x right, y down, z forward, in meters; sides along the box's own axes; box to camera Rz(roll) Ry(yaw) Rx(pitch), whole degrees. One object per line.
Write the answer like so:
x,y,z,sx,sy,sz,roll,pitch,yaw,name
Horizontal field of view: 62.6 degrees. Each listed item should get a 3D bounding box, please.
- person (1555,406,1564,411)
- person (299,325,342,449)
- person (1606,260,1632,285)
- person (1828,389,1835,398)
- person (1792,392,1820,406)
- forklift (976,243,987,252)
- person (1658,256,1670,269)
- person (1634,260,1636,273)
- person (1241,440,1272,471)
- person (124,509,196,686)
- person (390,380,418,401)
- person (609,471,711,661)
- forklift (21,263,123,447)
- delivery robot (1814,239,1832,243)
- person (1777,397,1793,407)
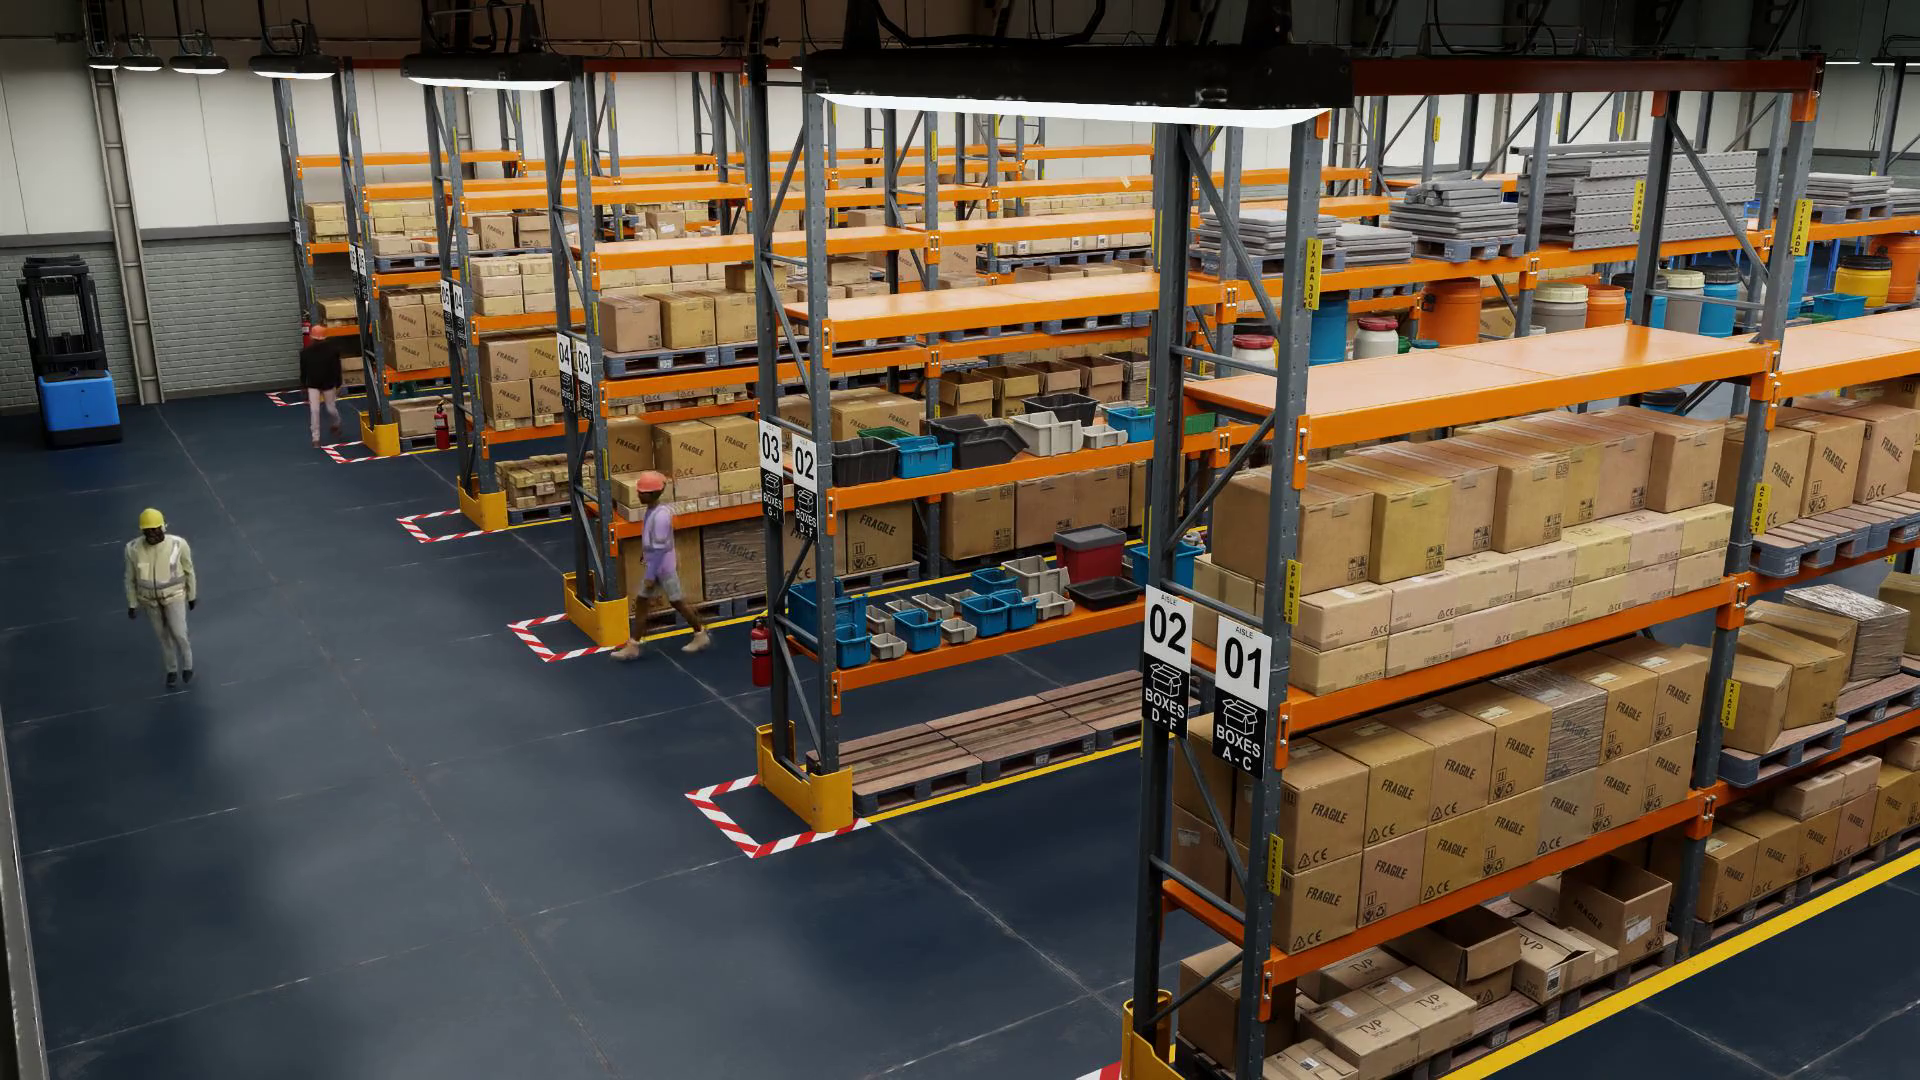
9.666,-2.618,26.016,0.833,1.777,0.598,11,20,33,person
-10.230,-2.503,25.310,0.639,1.963,0.756,-3,17,-11,person
15.951,-6.440,38.245,0.375,1.939,0.628,-15,22,-40,person
14.593,-2.764,26.234,0.549,1.912,0.629,0,17,0,person
12.751,-2.032,23.872,0.962,1.890,0.594,-3,17,-8,person
0.988,-5.474,34.718,1.214,2.155,2.313,-10,20,-31,forklift
15.422,-5.341,34.804,0.619,1.845,0.430,-5,18,-15,person
16.912,-6.557,39.150,0.435,1.626,0.528,10,19,29,person
3.328,-0.226,17.770,1.031,2.000,0.698,-5,18,-16,person
-7.829,0.575,15.455,0.598,1.816,0.482,-4,17,-12,person
-9.280,-2.714,26.371,0.873,1.728,0.522,-16,23,-42,person
-3.081,0.266,16.187,1.053,1.996,0.619,-9,19,-27,person
-14.518,-3.079,25.708,1.129,2.768,1.873,-10,20,-31,forklift
28.589,-10.070,52.396,0.477,0.478,0.707,-11,20,-31,delivery robot
11.875,-1.719,22.938,0.508,1.840,0.329,-12,21,-35,person
